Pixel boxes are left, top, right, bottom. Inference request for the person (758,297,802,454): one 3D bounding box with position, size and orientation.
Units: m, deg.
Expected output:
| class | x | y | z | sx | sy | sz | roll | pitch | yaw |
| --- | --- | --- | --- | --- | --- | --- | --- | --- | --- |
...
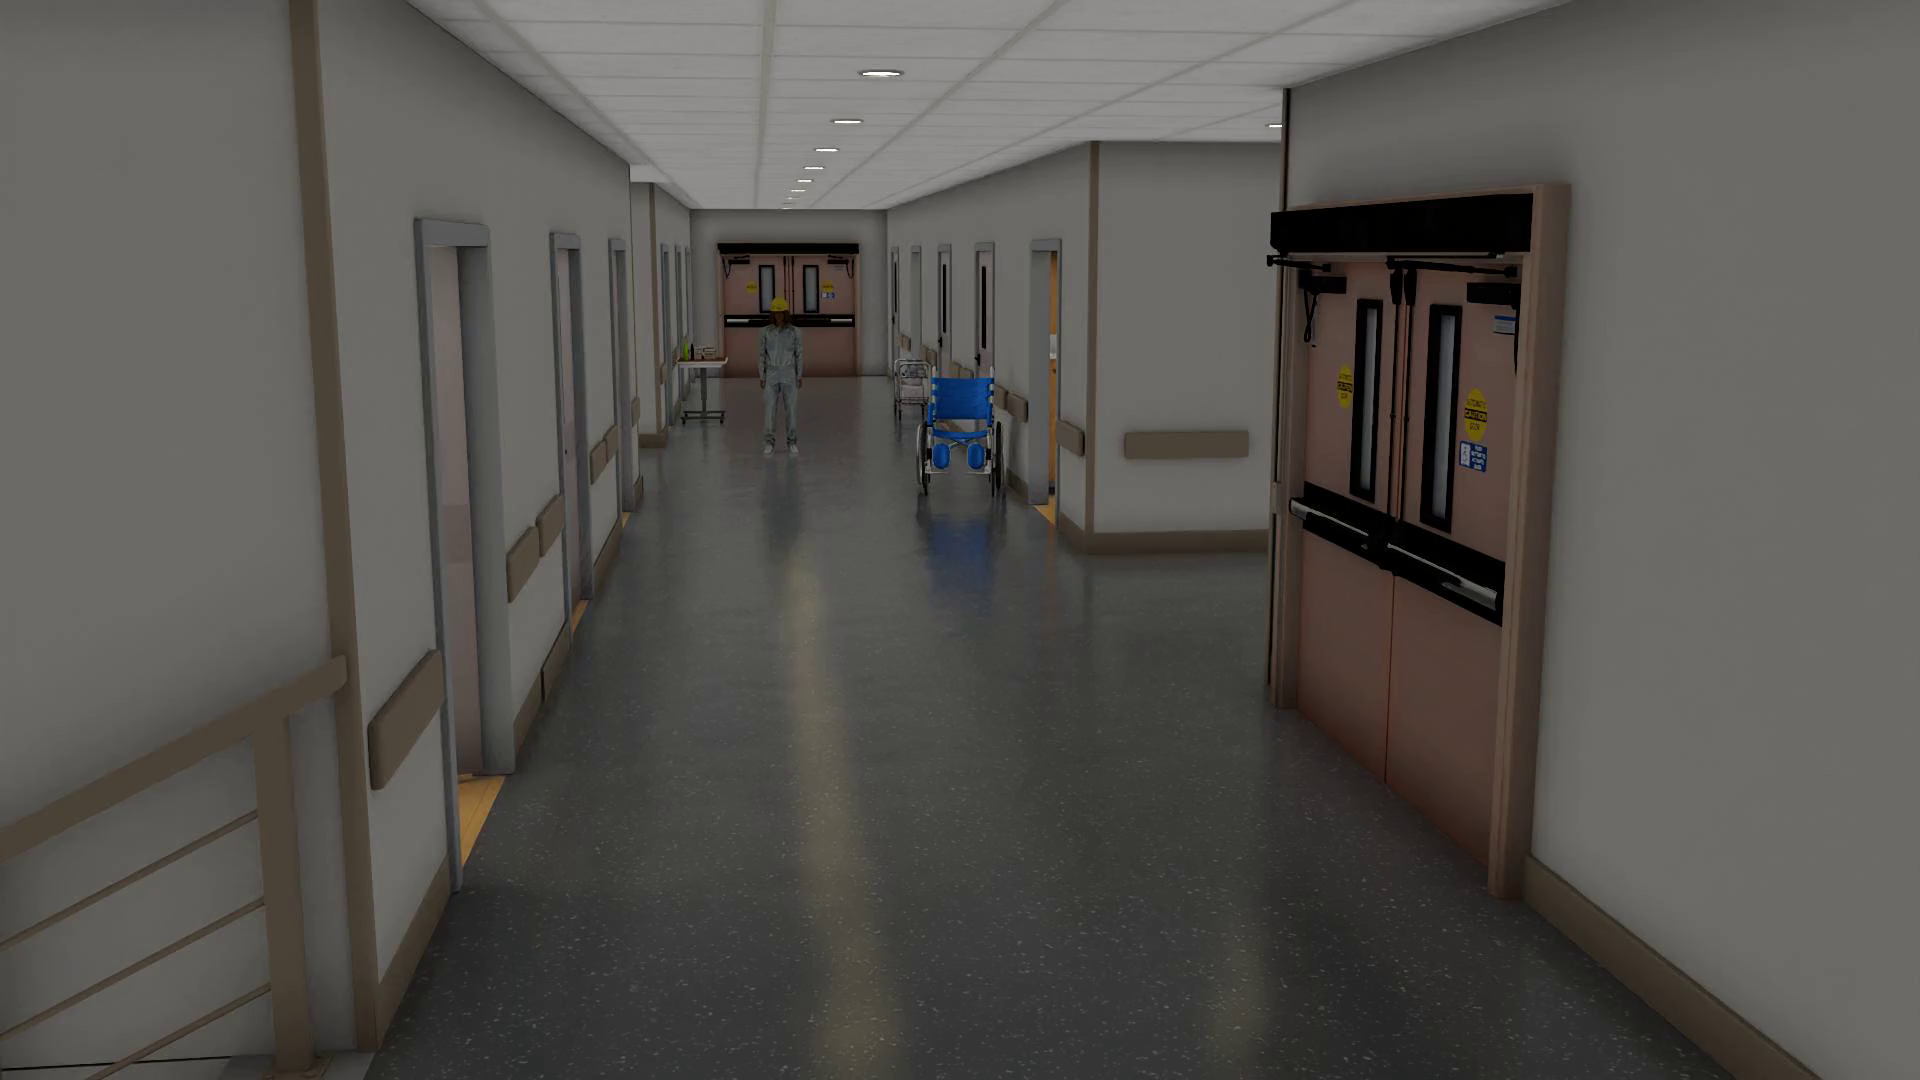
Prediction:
| class | x | y | z | sx | sy | sz | roll | pitch | yaw |
| --- | --- | --- | --- | --- | --- | --- | --- | --- | --- |
| person | -1.991 | -1.816 | 18.474 | 0.493 | 1.743 | 0.295 | -1 | 10 | -7 |
